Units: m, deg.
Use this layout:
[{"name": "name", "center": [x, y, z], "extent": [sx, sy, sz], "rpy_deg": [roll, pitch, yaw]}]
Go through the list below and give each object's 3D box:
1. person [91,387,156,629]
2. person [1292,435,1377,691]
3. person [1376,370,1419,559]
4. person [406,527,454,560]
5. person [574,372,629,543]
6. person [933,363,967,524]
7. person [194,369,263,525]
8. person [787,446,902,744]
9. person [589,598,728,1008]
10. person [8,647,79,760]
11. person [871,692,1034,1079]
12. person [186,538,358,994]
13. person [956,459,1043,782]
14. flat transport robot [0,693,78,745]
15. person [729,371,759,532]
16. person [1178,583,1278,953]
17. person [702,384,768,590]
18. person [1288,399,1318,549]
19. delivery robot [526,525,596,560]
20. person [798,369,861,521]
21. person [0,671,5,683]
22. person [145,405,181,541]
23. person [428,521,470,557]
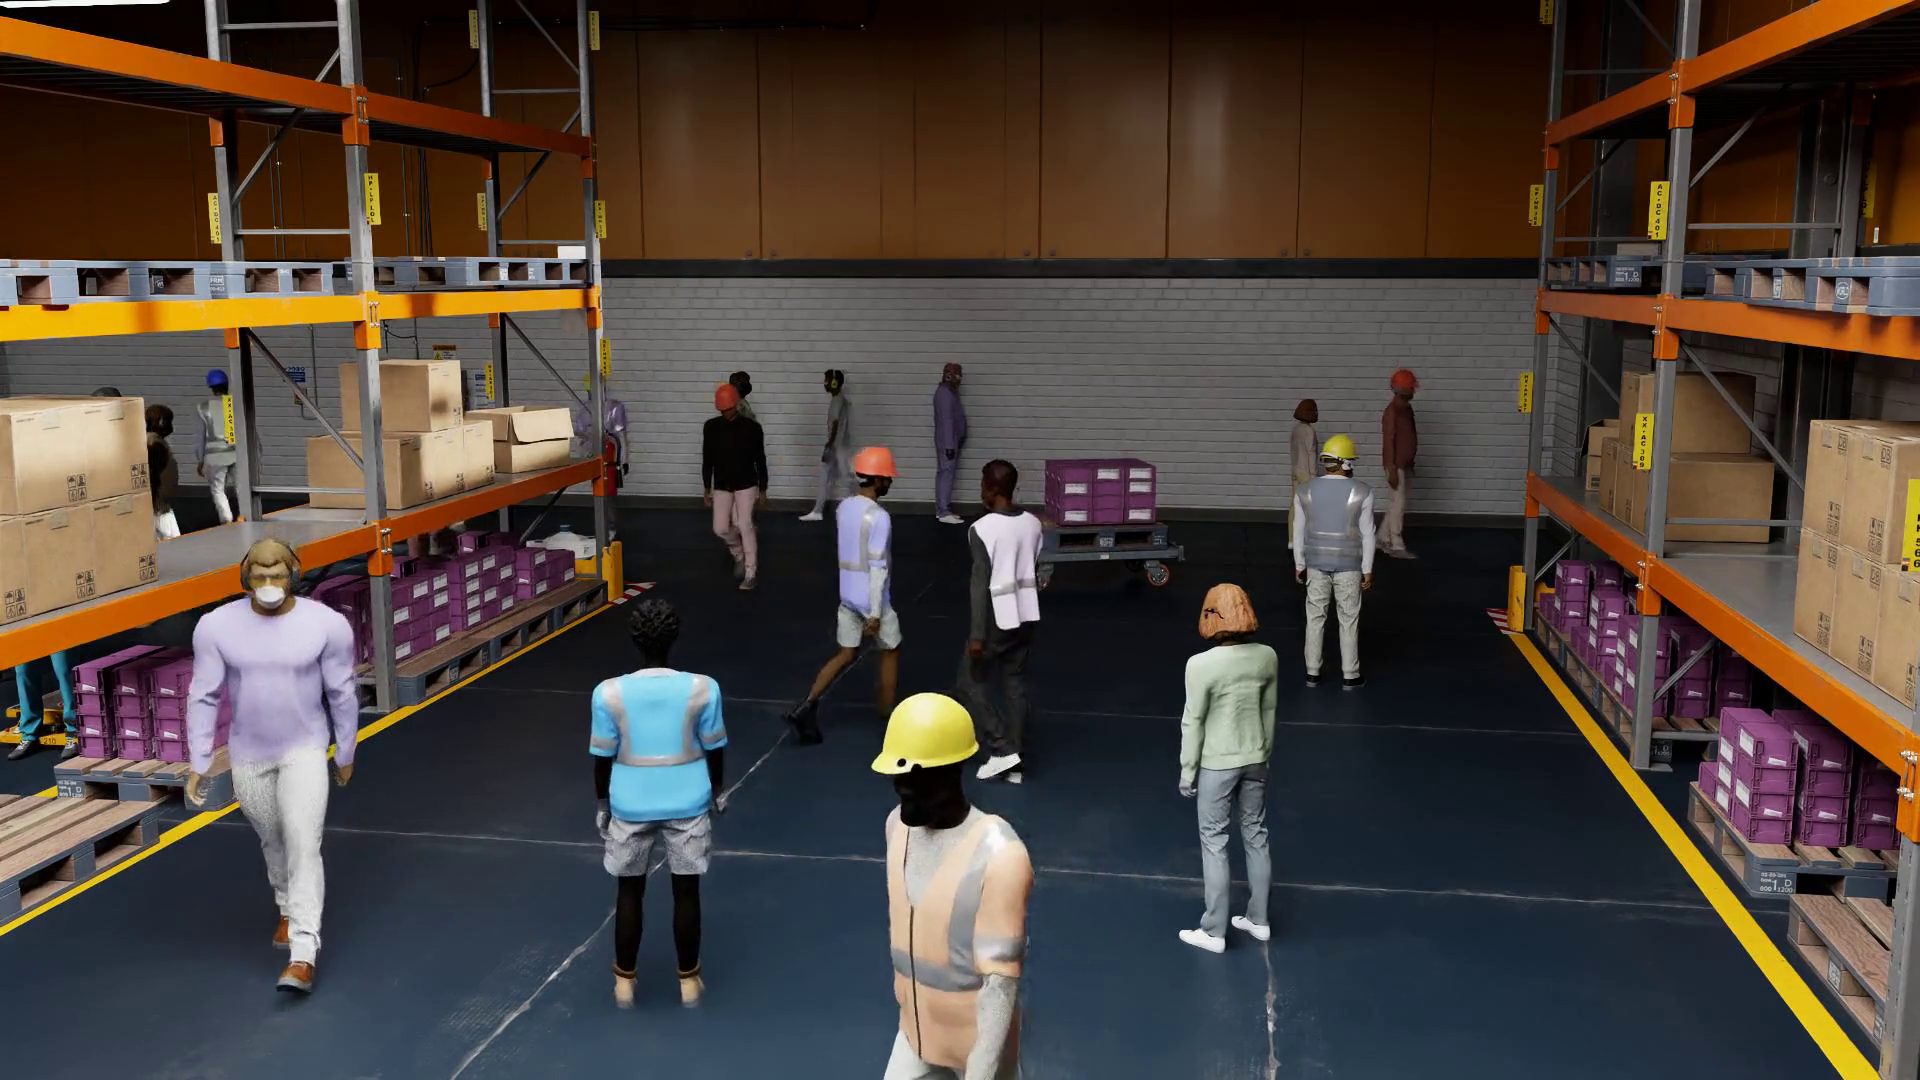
[{"name": "person", "center": [-7.085, -0.277, 13.955], "extent": [0.674, 2.000, 0.535], "rpy_deg": [7, 12, 38]}, {"name": "person", "center": [2.680, 0.162, 11.904], "extent": [0.591, 1.828, 0.404], "rpy_deg": [5, 10, 28]}, {"name": "person", "center": [4.579, -0.785, 17.397], "extent": [0.562, 1.976, 0.684], "rpy_deg": [6, 11, 32]}, {"name": "person", "center": [-5.118, -0.506, 15.820], "extent": [0.670, 1.889, 0.549], "rpy_deg": [1, 9, 4]}, {"name": "person", "center": [-3.953, -0.900, 18.216], "extent": [0.605, 1.900, 0.570], "rpy_deg": [3, 10, 15]}, {"name": "person", "center": [-0.115, -1.149, 19.776], "extent": [0.399, 1.899, 0.643], "rpy_deg": [-1, 9, -4]}, {"name": "person", "center": [-7.941, -0.891, 18.088], "extent": [0.695, 1.922, 0.475], "rpy_deg": [-6, 11, -31]}, {"name": "person", "center": [-0.657, 0.358, 10.473], "extent": [0.846, 1.910, 0.543], "rpy_deg": [-7, 12, -38]}, {"name": "person", "center": [-1.212, 1.071, 6.720], "extent": [0.547, 1.697, 0.340], "rpy_deg": [-1, 9, -7]}, {"name": "person", "center": [-5.657, 0.433, 10.209], "extent": [0.561, 1.836, 0.379], "rpy_deg": [-1, 9, -7]}, {"name": "person", "center": [-0.068, 1.339, 4.485], "extent": [0.980, 1.874, 0.610], "rpy_deg": [-8, 12, -40]}, {"name": "person", "center": [-2.895, 0.925, 7.037], "extent": [0.653, 1.881, 1.037], "rpy_deg": [-2, 9, -9]}, {"name": "person", "center": [0.237, 0.481, 9.687], "extent": [0.459, 1.903, 0.629], "rpy_deg": [8, 12, 41]}, {"name": "flat transport robot", "center": [-5.630, 1.079, 11.036], "extent": [0.652, 0.197, 1.431], "rpy_deg": [1, 9, 8]}, {"name": "person", "center": [-2.505, -1.013, 19.100], "extent": [0.429, 1.846, 0.625], "rpy_deg": [-1, 9, -9]}, {"name": "person", "center": [1.190, 1.000, 7.367], "extent": [0.497, 1.624, 0.287], "rpy_deg": [-5, 11, -30]}, {"name": "person", "center": [-2.113, -0.506, 15.663], "extent": [0.654, 1.945, 0.566], "rpy_deg": [2, 9, 14]}, {"name": "person", "center": [3.679, -0.687, 17.735], "extent": [0.279, 1.634, 0.499], "rpy_deg": [-2, 9, -13]}, {"name": "delivery robot", "center": [-3.774, 0.100, 15.916], "extent": [0.707, 0.478, 0.477], "rpy_deg": [-5, 10, -27]}, {"name": "person", "center": [-1.430, -1.126, 19.834], "extent": [0.942, 1.835, 0.514], "rpy_deg": [-2, 9, -10]}, {"name": "person", "center": [-7.147, 0.106, 11.924], "extent": [0.627, 1.936, 0.376], "rpy_deg": [6, 11, 31]}, {"name": "person", "center": [-7.187, -0.303, 14.869], "extent": [0.939, 1.788, 0.651], "rpy_deg": [-8, 12, -41]}, {"name": "person", "center": [-5.253, -0.640, 16.905], "extent": [0.611, 1.810, 0.509], "rpy_deg": [7, 11, 35]}]
